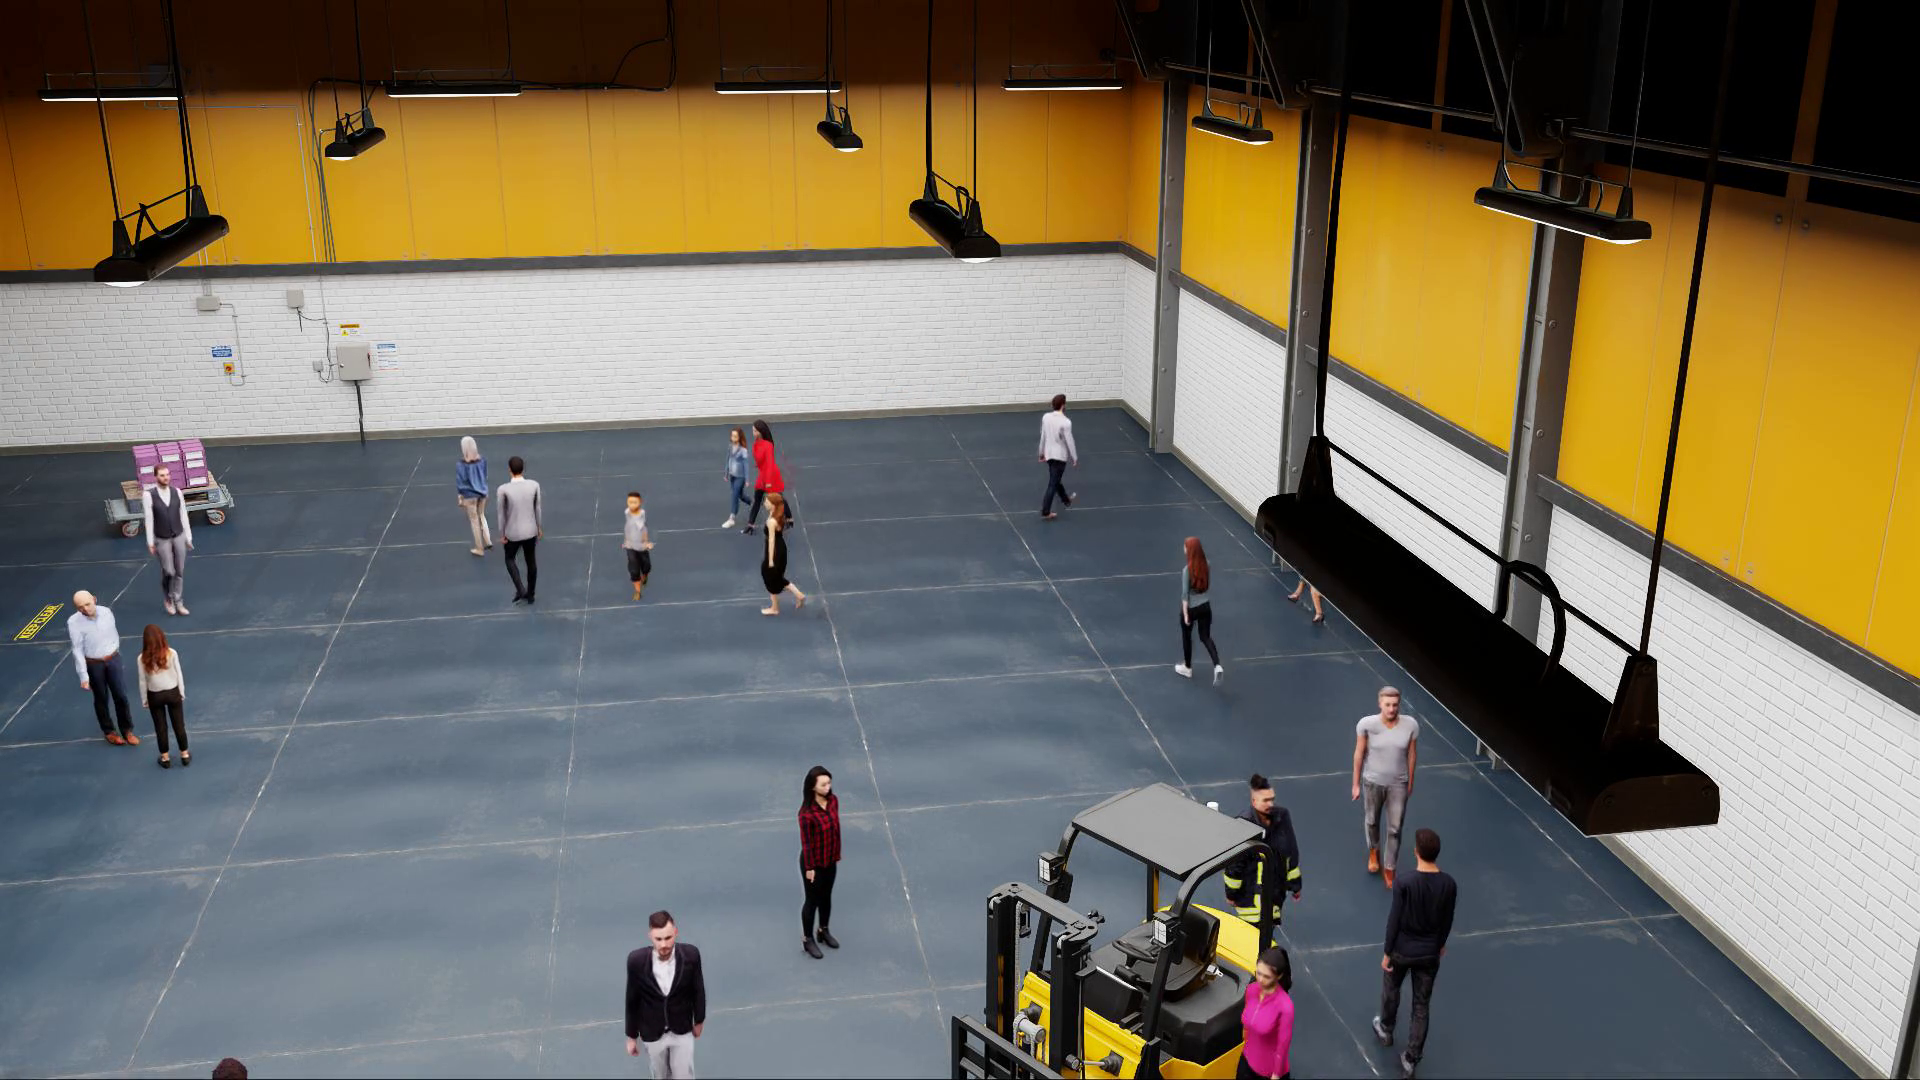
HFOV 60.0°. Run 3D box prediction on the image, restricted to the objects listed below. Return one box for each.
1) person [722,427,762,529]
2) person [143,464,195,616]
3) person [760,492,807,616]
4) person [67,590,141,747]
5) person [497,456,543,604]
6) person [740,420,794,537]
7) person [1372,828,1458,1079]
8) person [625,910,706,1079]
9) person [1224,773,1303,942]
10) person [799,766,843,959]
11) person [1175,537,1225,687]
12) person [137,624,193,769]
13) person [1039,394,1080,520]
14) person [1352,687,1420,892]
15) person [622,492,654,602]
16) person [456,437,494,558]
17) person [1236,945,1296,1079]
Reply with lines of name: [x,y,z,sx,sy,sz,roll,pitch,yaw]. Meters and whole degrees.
person: [-3.154,-0.918,24.023,0.938,1.455,0.984,-16,24,-39]
person: [-9.856,-0.023,20.621,0.831,1.930,0.786,16,24,39]
person: [-2.187,0.188,20.497,0.798,1.608,0.823,3,19,10]
person: [-8.780,1.292,17.000,0.928,1.748,0.864,11,21,29]
person: [-5.477,-0.095,20.856,0.852,1.916,0.854,-11,22,-31]
person: [-2.640,-0.873,23.542,1.011,1.677,1.116,-12,22,-32]
person: [3.267,2.986,11.820,0.776,1.845,0.973,0,19,0]
person: [-1.964,3.231,11.118,0.681,1.828,0.610,-2,19,-7]
person: [2.292,2.630,12.891,1.002,1.835,1.221,-11,22,-31]
person: [-1.146,2.563,13.378,0.712,1.651,0.649,12,22,32]
person: [2.680,0.825,18.443,0.825,1.713,1.143,-10,21,-27]
person: [-7.961,1.558,16.634,0.601,1.478,0.581,-9,20,-24]
person: [1.337,-1.181,24.254,1.182,1.806,1.218,-18,25,-42]
person: [3.703,2.080,14.570,0.846,1.806,0.961,3,19,8]
person: [-4.138,0.004,21.306,0.624,1.441,0.872,-1,19,-2]
person: [-6.554,-0.577,22.640,0.795,1.691,0.745,16,24,39]
person: [2.066,3.401,10.851,0.929,1.677,1.009,-13,23,-34]
